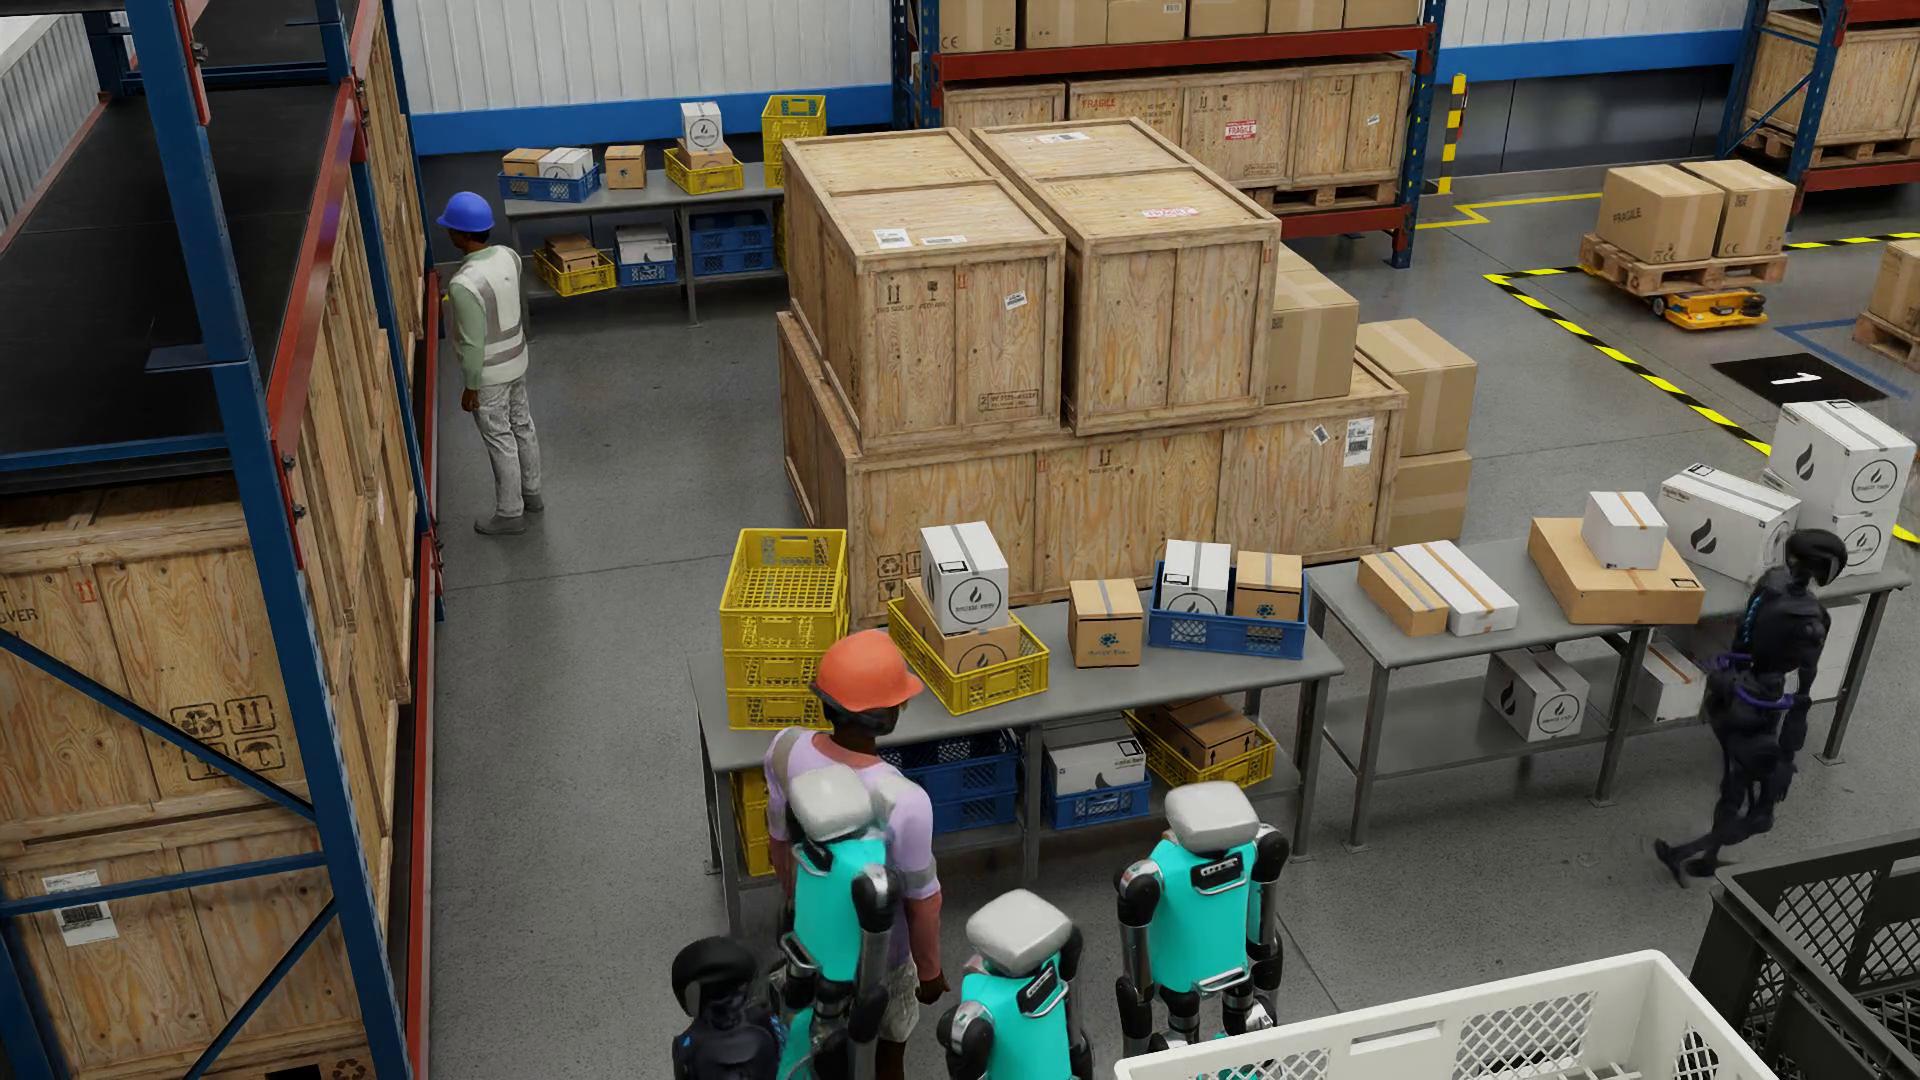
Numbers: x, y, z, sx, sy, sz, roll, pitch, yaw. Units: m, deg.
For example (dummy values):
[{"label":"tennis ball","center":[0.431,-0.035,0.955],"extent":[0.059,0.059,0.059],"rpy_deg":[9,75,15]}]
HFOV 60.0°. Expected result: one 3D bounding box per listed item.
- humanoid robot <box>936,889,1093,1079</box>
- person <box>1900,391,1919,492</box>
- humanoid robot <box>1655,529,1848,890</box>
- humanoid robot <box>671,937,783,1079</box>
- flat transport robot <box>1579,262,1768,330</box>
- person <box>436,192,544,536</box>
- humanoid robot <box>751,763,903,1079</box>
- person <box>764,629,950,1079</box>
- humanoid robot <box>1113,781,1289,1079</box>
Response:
[{"label":"humanoid robot","center":[0.349,1.825,4.413],"extent":[0.785,1.884,0.538],"rpy_deg":[19,34,30]},{"label":"person","center":[5.157,-0.570,8.651],"extent":[0.918,1.698,0.601],"rpy_deg":[11,31,20]},{"label":"humanoid robot","center":[3.016,0.665,6.461],"extent":[0.456,1.641,0.615],"rpy_deg":[0,29,1]},{"label":"humanoid robot","center":[-0.663,1.727,4.519],"extent":[0.498,1.646,0.610],"rpy_deg":[-10,30,-17]},{"label":"flat transport robot","center":[5.408,-1.961,12.646],"extent":[0.652,0.197,1.431],"rpy_deg":[-7,30,-12]},{"label":"person","center":[-2.558,-0.955,9.109],"extent":[0.381,1.951,0.604],"rpy_deg":[5,29,10]},{"label":"humanoid robot","center":[-0.565,1.507,4.876],"extent":[0.779,1.764,0.553],"rpy_deg":[-16,33,-27]},{"label":"person","center":[-0.291,1.172,5.155],"extent":[0.613,2.039,0.386],"rpy_deg":[20,35,32]},{"label":"humanoid robot","center":[0.779,1.537,4.703],"extent":[0.530,1.692,0.746],"rpy_deg":[-13,31,-22]}]
